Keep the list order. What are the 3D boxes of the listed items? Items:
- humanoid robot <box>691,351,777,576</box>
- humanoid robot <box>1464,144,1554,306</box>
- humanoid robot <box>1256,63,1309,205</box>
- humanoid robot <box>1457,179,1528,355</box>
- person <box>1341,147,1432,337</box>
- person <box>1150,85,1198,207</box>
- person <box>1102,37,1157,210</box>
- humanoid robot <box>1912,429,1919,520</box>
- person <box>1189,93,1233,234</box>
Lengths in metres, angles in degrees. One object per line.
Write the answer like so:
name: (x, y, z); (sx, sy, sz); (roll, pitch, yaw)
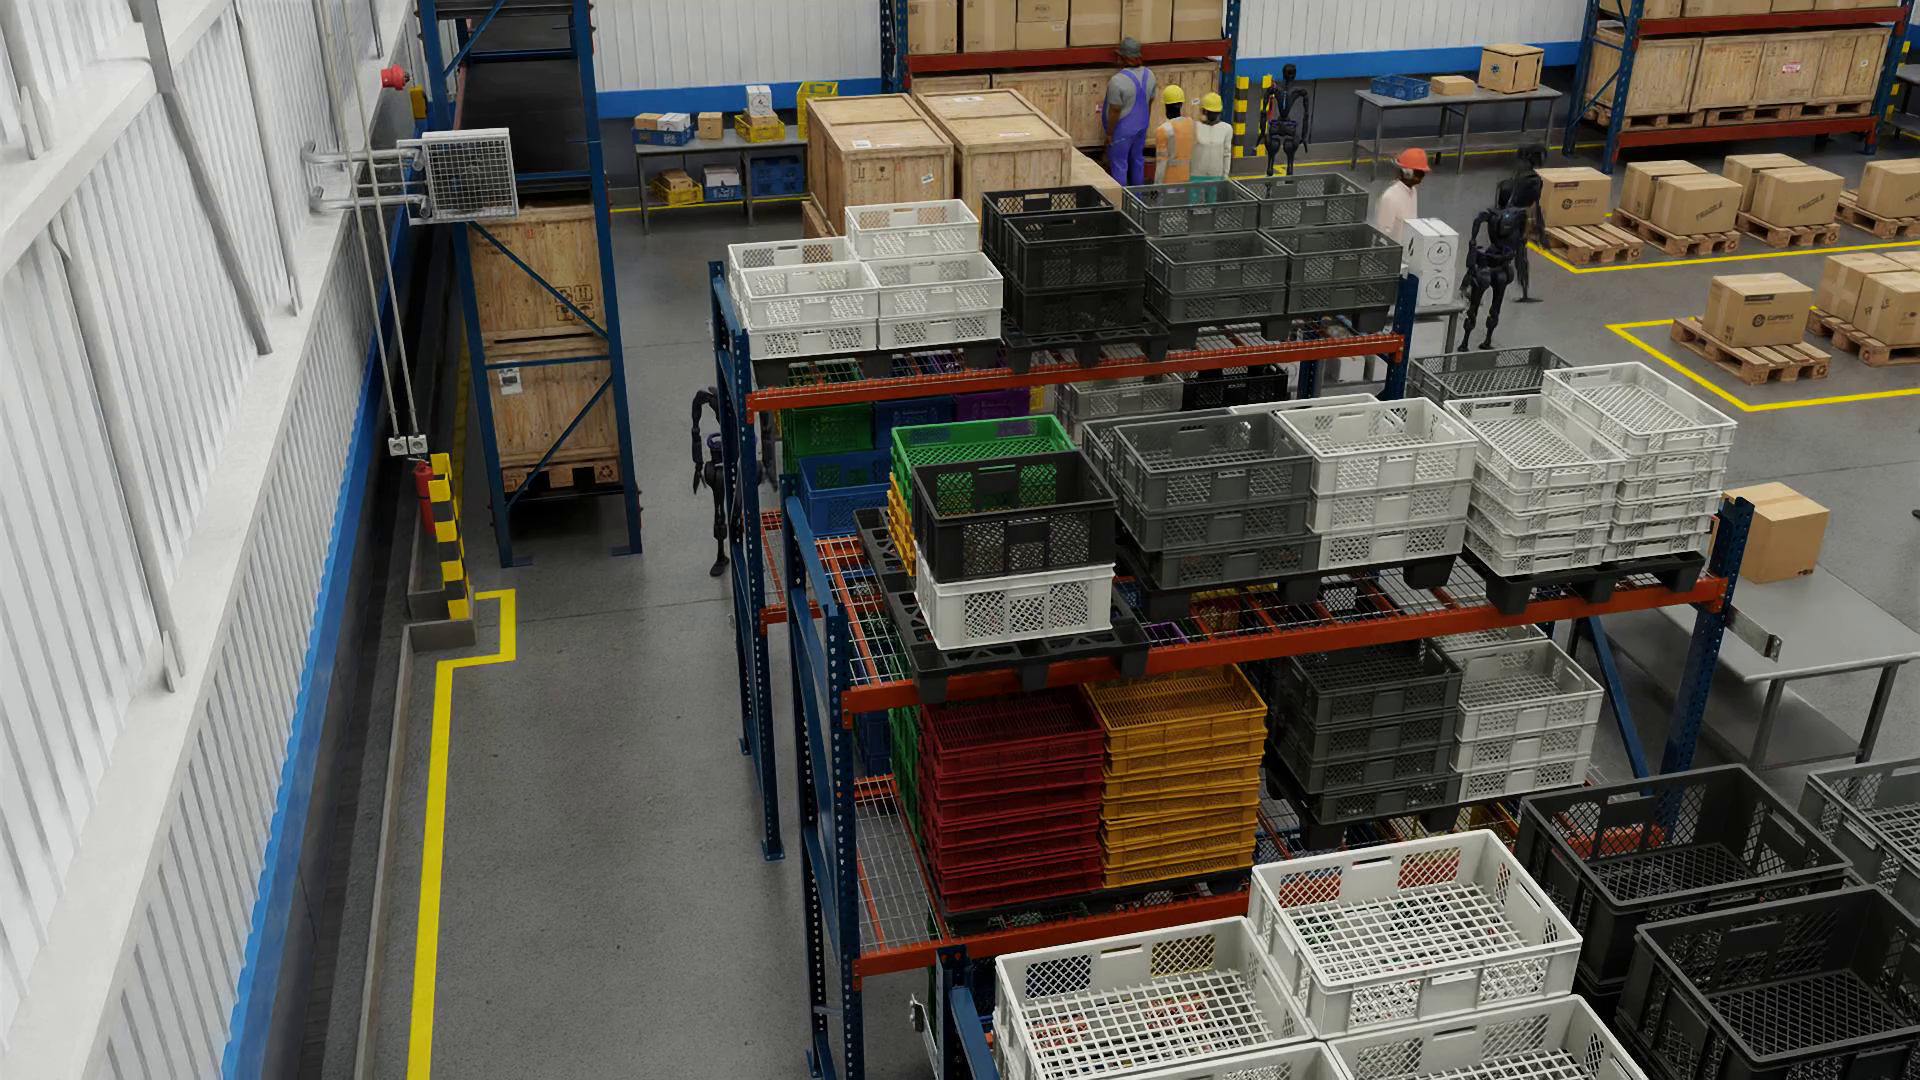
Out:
humanoid robot: (-1.568, -0.520, 11.509); (0.587, 1.656, 0.326); (-2, 28, -4)
humanoid robot: (5.486, -3.107, 16.485); (0.776, 1.635, 0.563); (4, 28, 7)
humanoid robot: (3.795, -4.760, 19.552); (0.609, 1.657, 0.315); (7, 29, 14)
humanoid robot: (4.887, -2.486, 15.240); (0.609, 1.655, 0.315); (-6, 28, -11)
person: (3.902, -2.593, 15.134); (0.610, 1.977, 0.635); (19, 33, 32)
person: (2.215, -3.800, 17.479); (0.590, 1.923, 0.378); (-24, 36, -37)
person: (1.888, -4.771, 19.201); (0.687, 2.000, 0.539); (-22, 35, -36)
humanoid robot: (7.416, -0.891, 12.212); (0.586, 1.657, 0.330); (8, 29, 15)
person: (2.634, -3.914, 17.875); (0.569, 1.757, 0.319); (-4, 28, -7)
